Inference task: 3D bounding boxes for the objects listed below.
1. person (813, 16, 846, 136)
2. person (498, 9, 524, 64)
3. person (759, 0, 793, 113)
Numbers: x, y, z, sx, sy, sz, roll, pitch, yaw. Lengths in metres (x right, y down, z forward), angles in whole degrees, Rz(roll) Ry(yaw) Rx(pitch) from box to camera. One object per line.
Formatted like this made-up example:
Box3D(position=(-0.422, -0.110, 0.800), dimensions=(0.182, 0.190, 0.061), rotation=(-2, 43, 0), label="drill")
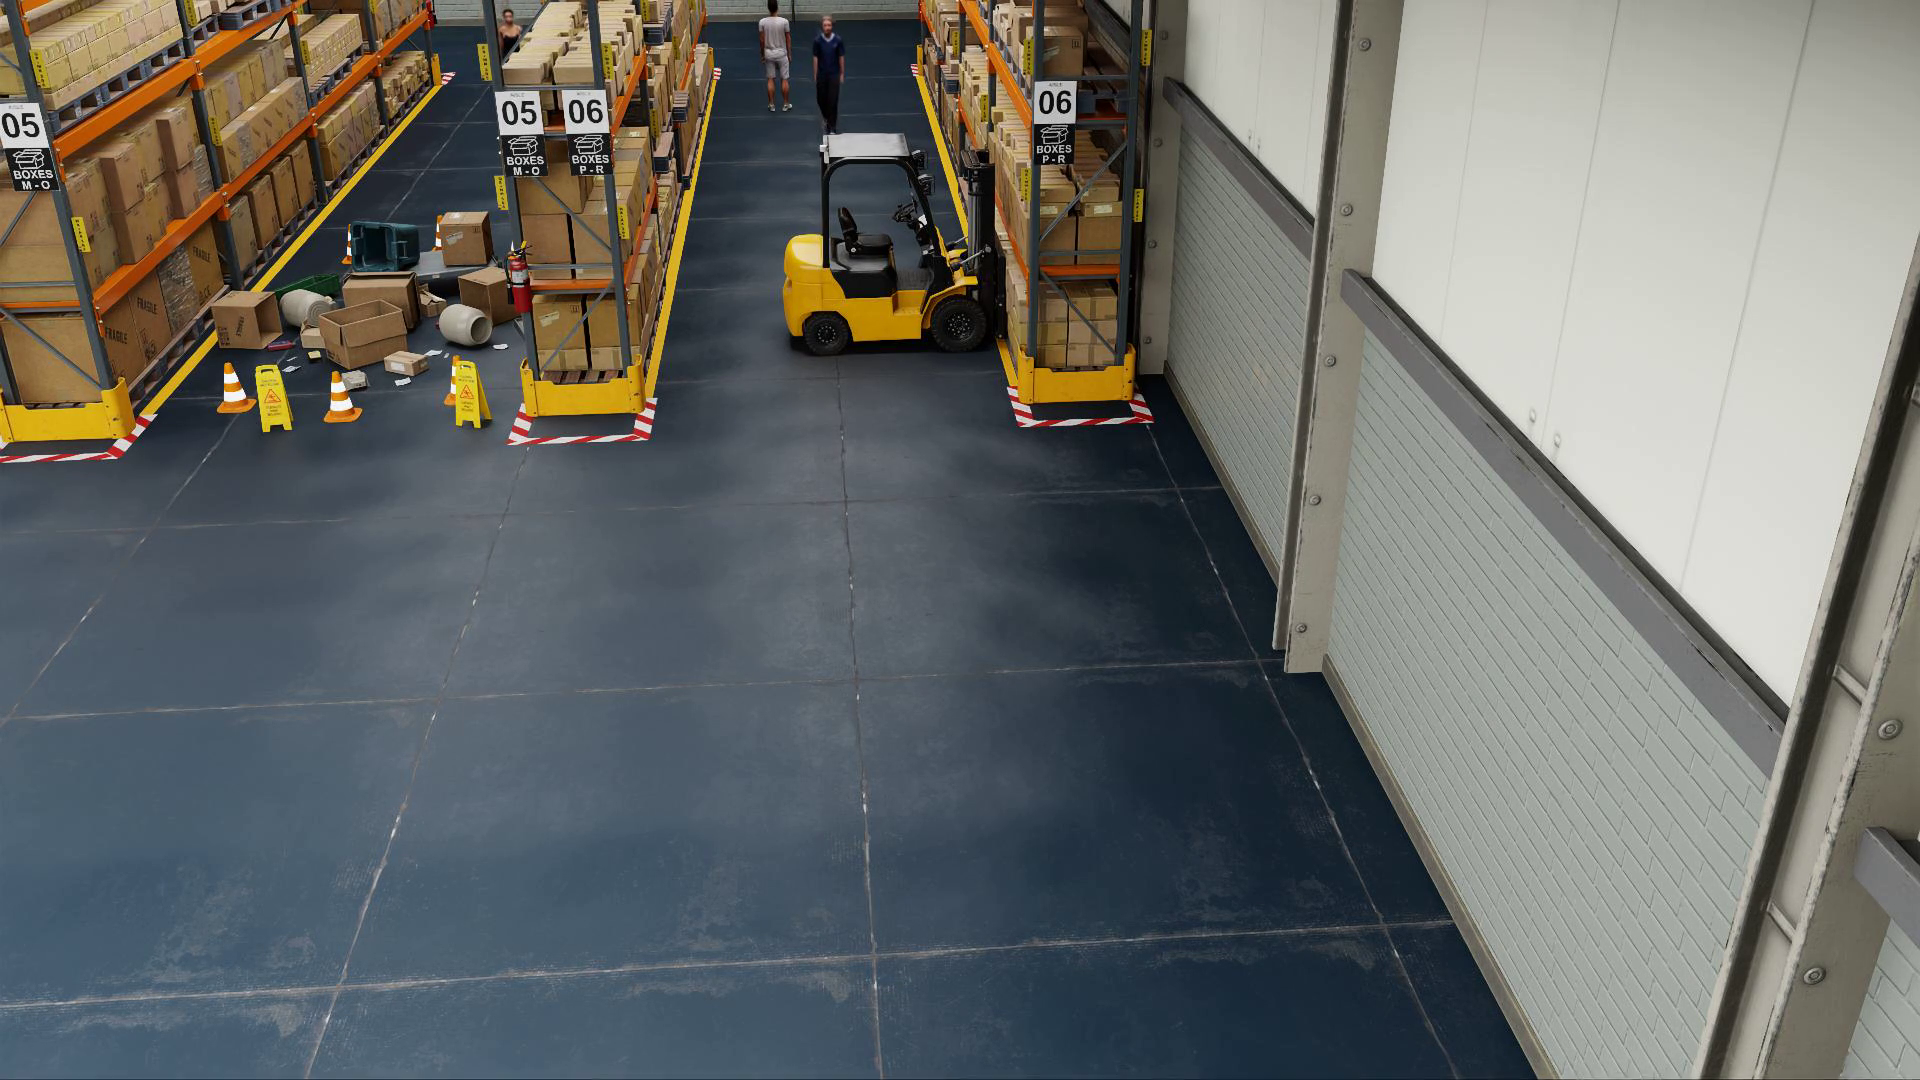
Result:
Box3D(position=(-2.092, -7.404, 26.535), dimensions=(0.686, 1.861, 0.811), rotation=(-1, 27, -2), label="person")
Box3D(position=(-7.506, -8.027, 27.927), dimensions=(0.815, 1.695, 1.144), rotation=(-11, 29, -20), label="person")
Box3D(position=(-3.109, -8.193, 28.072), dimensions=(0.690, 1.856, 0.582), rotation=(0, 27, -1), label="person")
